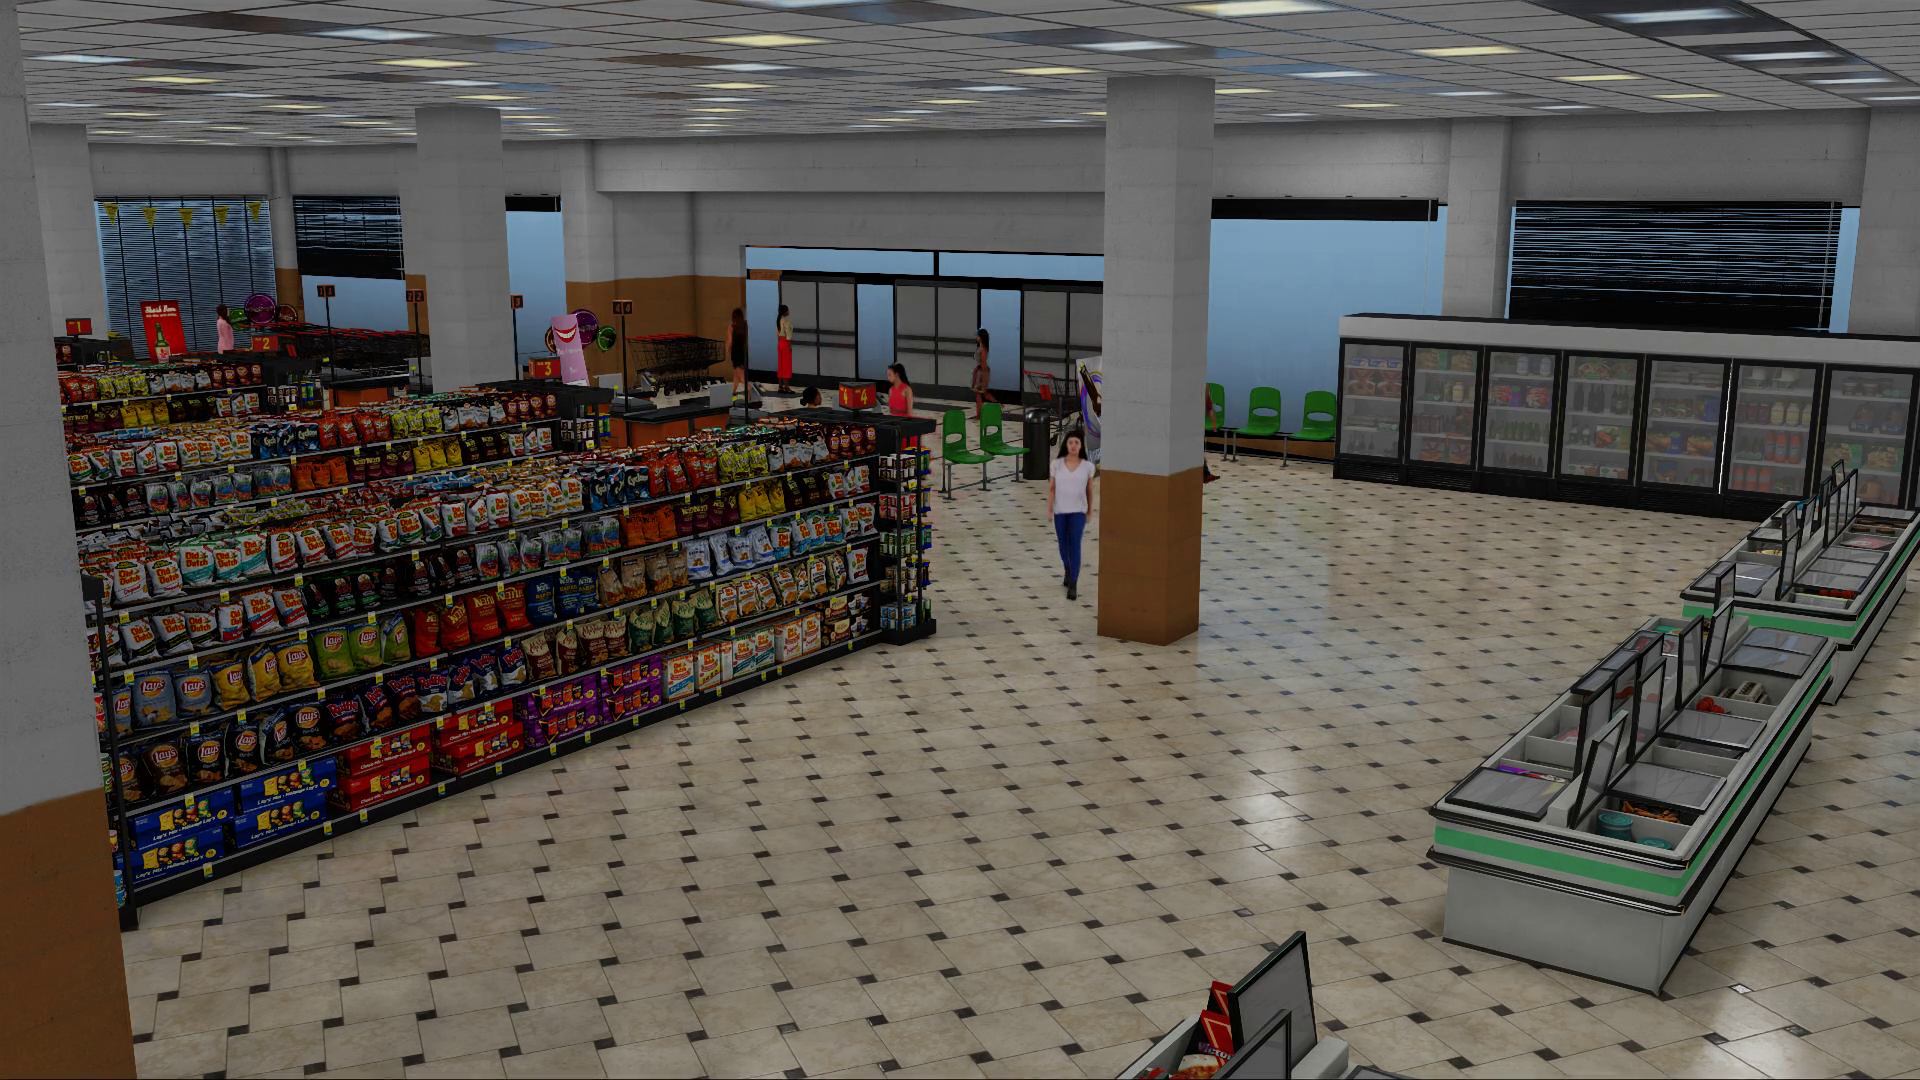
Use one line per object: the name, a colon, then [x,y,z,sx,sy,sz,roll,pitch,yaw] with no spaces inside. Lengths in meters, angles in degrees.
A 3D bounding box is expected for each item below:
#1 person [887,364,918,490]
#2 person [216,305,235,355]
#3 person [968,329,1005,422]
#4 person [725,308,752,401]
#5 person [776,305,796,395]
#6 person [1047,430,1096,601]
person: [-0.738,-1.536,22.718,0.626,1.695,1.019,7,14,29]
person: [-14.571,-3.757,33.001,0.622,1.803,0.671,-9,15,-37]
person: [0.472,-2.905,29.367,0.960,1.634,0.942,0,12,1]
person: [-4.153,-3.433,31.497,1.132,1.789,0.893,-8,14,-34]
person: [-3.517,-3.819,33.321,0.627,1.792,0.659,-9,15,-37]
person: [1.105,-0.248,16.717,0.899,1.646,1.209,3,12,13]
